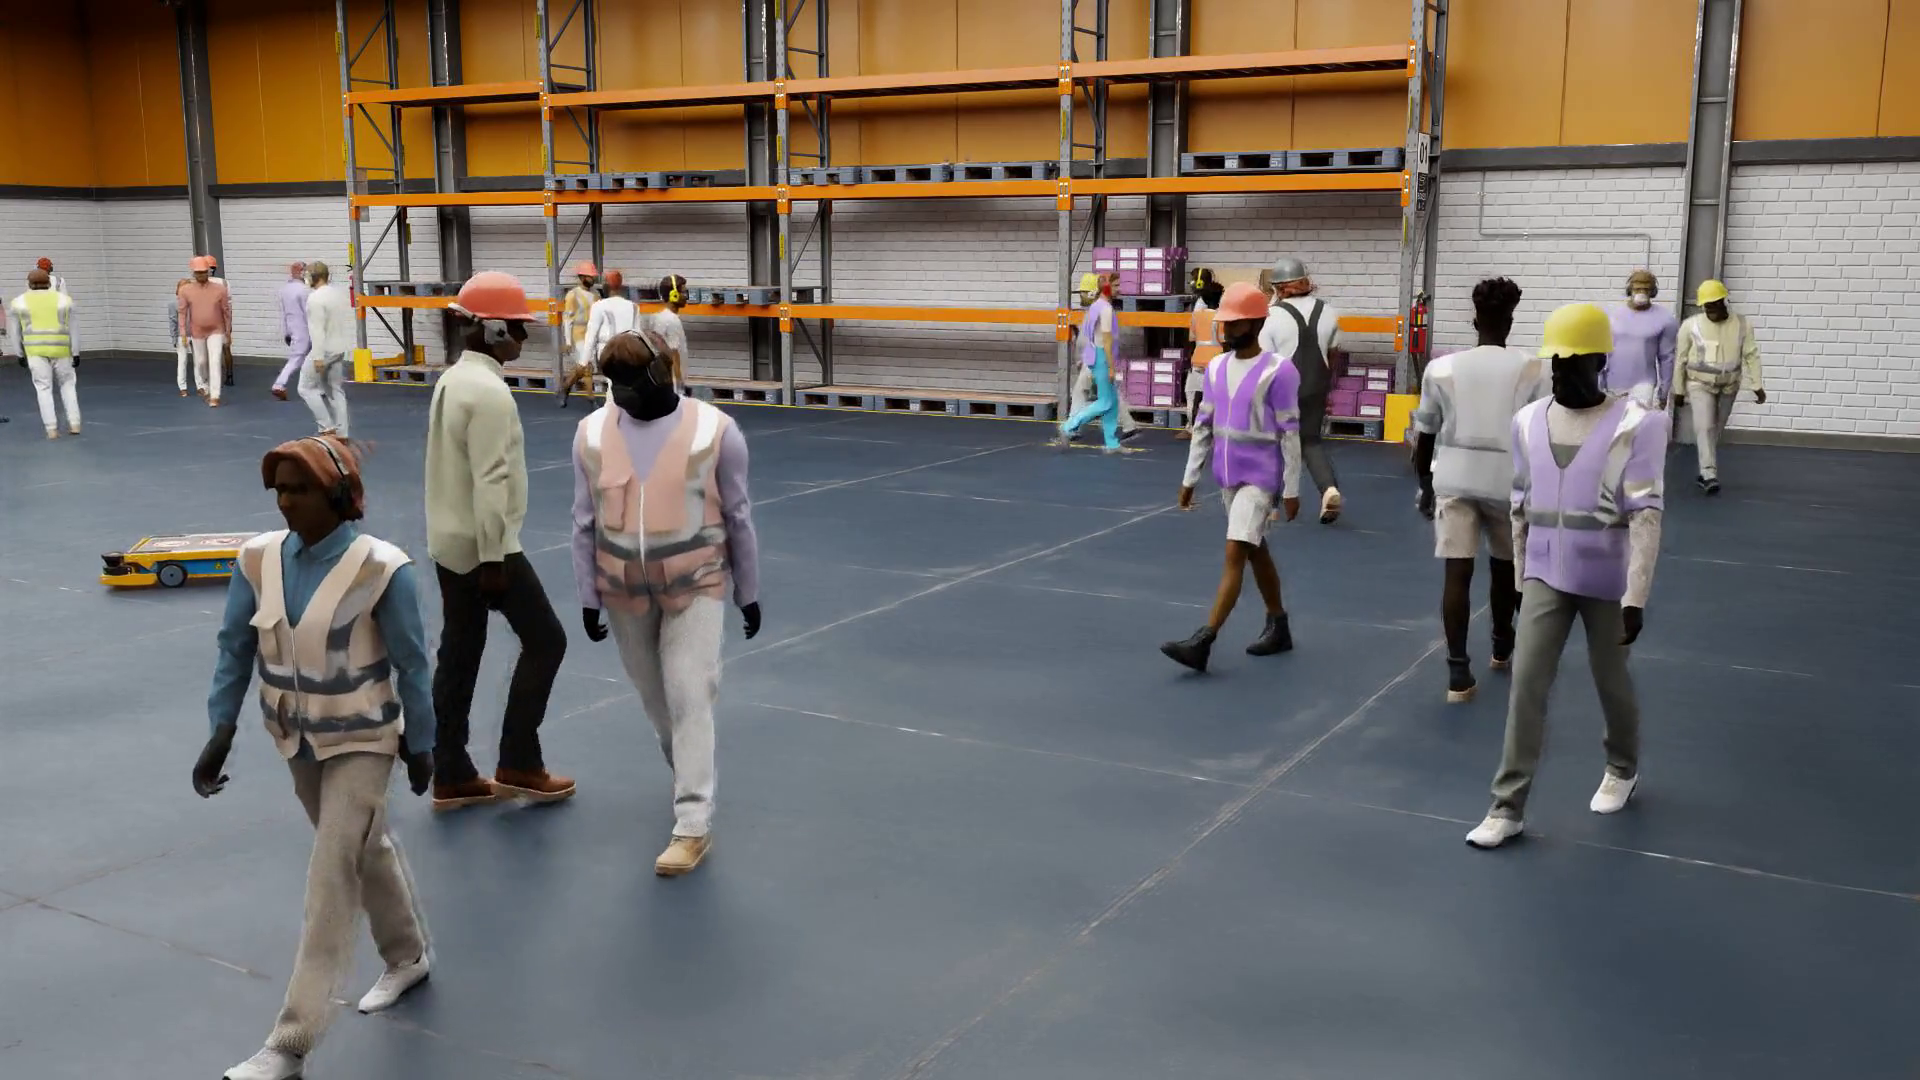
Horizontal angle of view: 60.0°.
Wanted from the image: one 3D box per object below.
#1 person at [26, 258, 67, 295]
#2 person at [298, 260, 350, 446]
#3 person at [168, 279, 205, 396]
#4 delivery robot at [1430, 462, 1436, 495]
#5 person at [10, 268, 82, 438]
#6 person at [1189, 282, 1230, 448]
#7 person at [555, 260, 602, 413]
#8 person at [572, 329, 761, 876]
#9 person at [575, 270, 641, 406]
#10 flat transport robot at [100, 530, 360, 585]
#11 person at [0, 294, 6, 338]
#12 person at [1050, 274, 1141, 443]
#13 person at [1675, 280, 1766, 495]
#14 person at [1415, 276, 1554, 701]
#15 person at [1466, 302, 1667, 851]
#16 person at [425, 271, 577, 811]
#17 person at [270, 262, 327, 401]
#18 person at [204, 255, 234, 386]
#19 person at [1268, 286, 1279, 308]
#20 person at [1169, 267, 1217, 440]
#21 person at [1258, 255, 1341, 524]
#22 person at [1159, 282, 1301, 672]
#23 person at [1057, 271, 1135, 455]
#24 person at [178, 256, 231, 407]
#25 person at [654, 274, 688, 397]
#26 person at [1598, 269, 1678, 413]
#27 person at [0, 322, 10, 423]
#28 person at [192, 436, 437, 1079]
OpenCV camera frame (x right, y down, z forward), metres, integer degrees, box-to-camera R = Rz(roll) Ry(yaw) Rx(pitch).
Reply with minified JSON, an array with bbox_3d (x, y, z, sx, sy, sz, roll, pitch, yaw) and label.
[{"bbox_3d":[-14.589,-3.569,26.650,0.584,1.882,0.347,-5,11,-28],"label":"person"},{"bbox_3d":[-6.594,-1.910,17.149,0.524,1.917,0.650,0,10,1],"label":"person"},{"bbox_3d":[-10.705,-2.810,23.089,0.279,1.624,0.494,10,14,43],"label":"person"},{"bbox_3d":[3.774,-0.449,12.476,0.477,0.478,0.707,-1,10,-5],"label":"delivery robot"},{"bbox_3d":[-9.904,-2.023,18.051,0.641,1.821,0.555,-5,11,-26],"label":"person"},{"bbox_3d":[2.589,-1.803,17.174,0.322,1.697,0.530,-8,13,-38],"label":"person"},{"bbox_3d":[-4.769,-2.539,20.795,0.887,1.907,0.552,6,12,31],"label":"person"},{"bbox_3d":[-1.012,0.162,5.784,0.640,1.801,0.880,1,10,6],"label":"person"},{"bbox_3d":[-3.480,-1.779,16.685,1.012,1.831,0.592,7,12,34],"label":"person"},{"bbox_3d":[-4.543,0.099,10.440,1.431,0.197,0.652,-3,10,-14],"label":"flat transport robot"},{"bbox_3d":[-14.213,-3.119,24.123,0.649,1.883,0.749,-2,10,-10],"label":"person"},{"bbox_3d":[1.466,-1.886,17.408,0.927,1.791,0.579,2,10,14],"label":"person"},{"bbox_3d":[6.325,-1.259,13.845,0.610,1.774,0.874,1,10,3],"label":"person"},{"bbox_3d":[2.460,-0.261,7.806,0.634,1.915,0.972,4,11,23],"label":"person"},{"bbox_3d":[2.189,0.109,5.856,0.983,1.880,0.606,-9,14,-43],"label":"person"},{"bbox_3d":[-1.692,0.018,6.081,0.637,1.967,0.653,-7,12,-34],"label":"person"},{"bbox_3d":[-8.934,-2.825,22.487,0.972,1.866,0.649,-10,14,-43],"label":"person"},{"bbox_3d":[-11.047,-3.236,24.606,0.366,1.939,0.542,9,14,43],"label":"person"},{"bbox_3d":[3.302,-1.867,17.031,0.423,1.874,0.725,-3,10,-16],"label":"person"},{"bbox_3d":[2.609,-1.960,17.644,0.669,1.850,0.521,4,11,21],"label":"person"},{"bbox_3d":[2.493,-1.120,12.337,0.687,2.000,0.813,-3,11,-18],"label":"person"},{"bbox_3d":[1.337,-0.308,8.171,1.008,1.879,0.563,-7,12,-35],"label":"person"},{"bbox_3d":[1.358,-1.727,16.382,0.712,1.829,0.582,0,10,0],"label":"person"},{"bbox_3d":[-9.857,-2.729,21.725,0.629,1.953,0.992,-4,11,-21],"label":"person"},{"bbox_3d":[-2.466,-1.314,14.032,0.876,1.841,0.520,-3,11,-18],"label":"person"},{"bbox_3d":[5.473,-1.251,13.527,0.630,1.895,1.008,5,11,28],"label":"person"},{"bbox_3d":[-11.511,-2.304,19.436,0.693,1.907,0.566,2,10,9],"label":"person"},{"bbox_3d":[-1.629,0.540,4.206,0.511,1.593,0.868,4,11,21],"label":"person"}]
